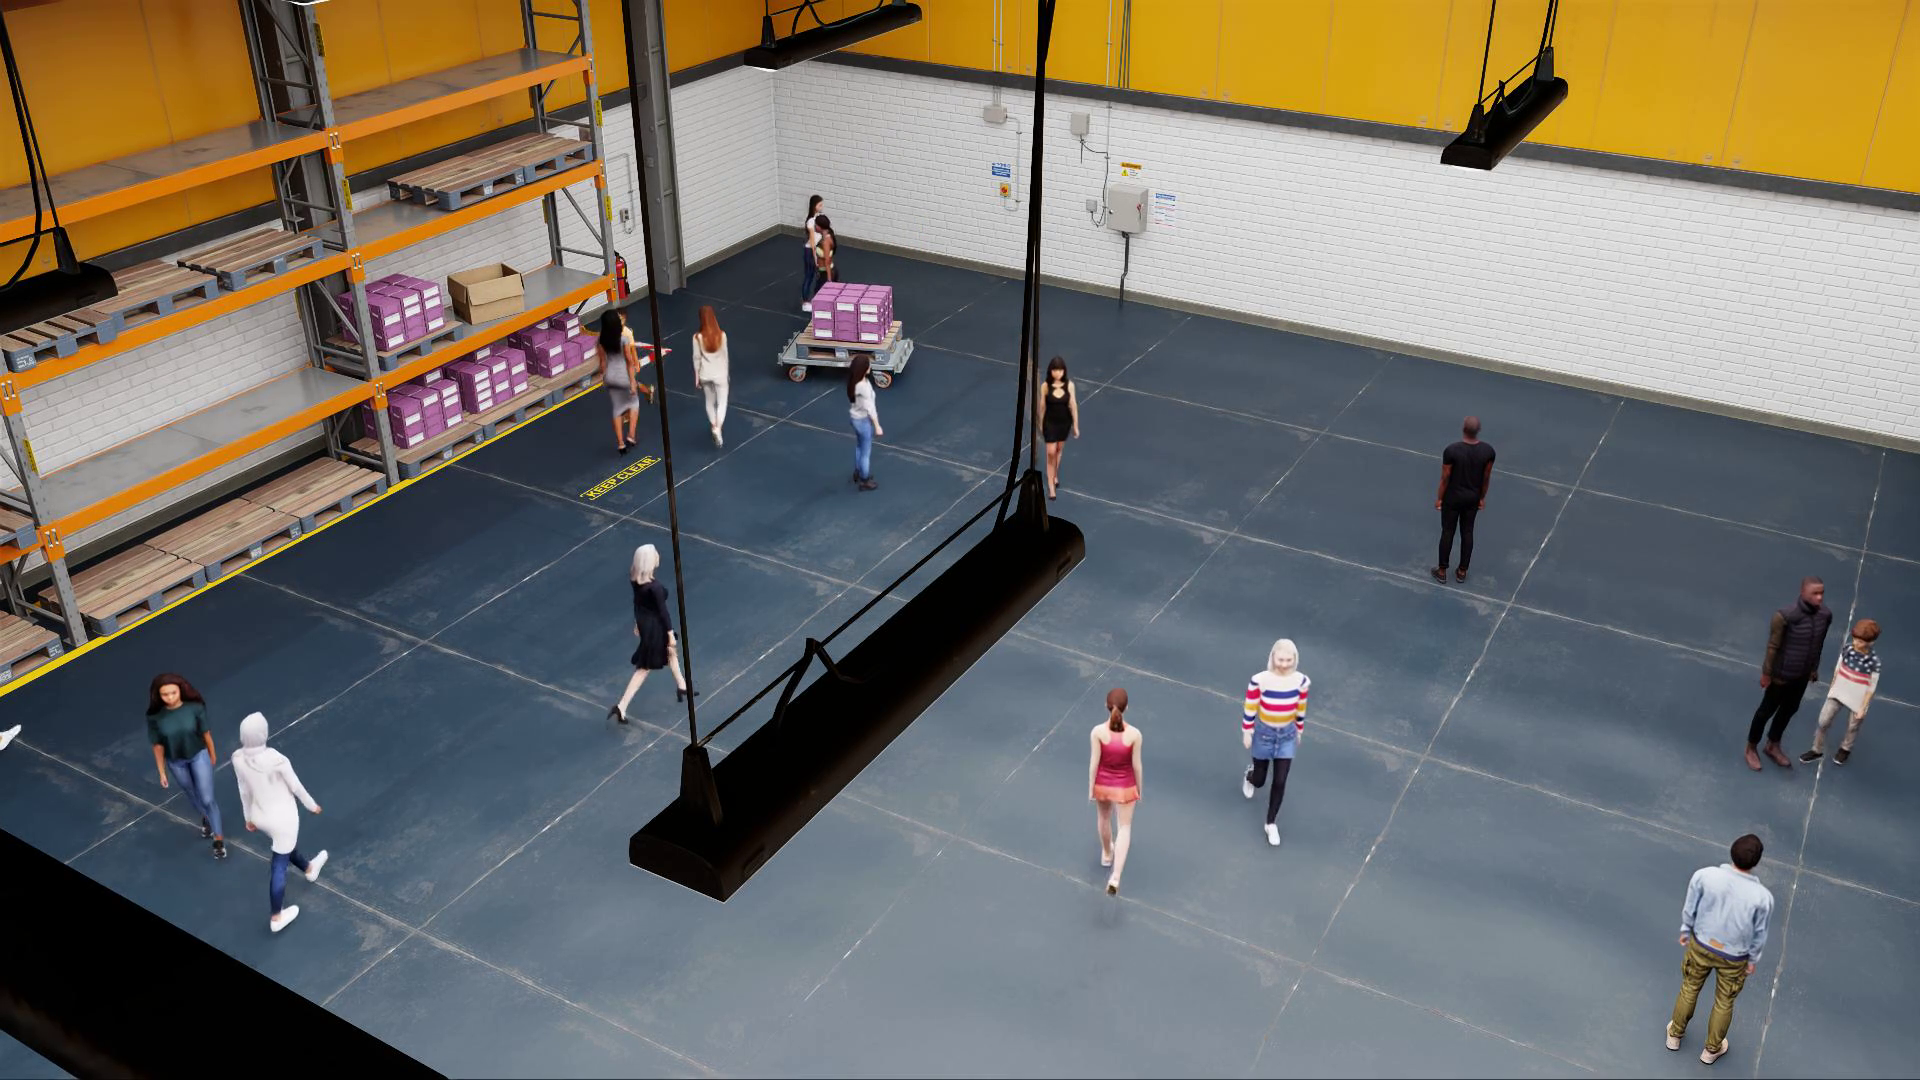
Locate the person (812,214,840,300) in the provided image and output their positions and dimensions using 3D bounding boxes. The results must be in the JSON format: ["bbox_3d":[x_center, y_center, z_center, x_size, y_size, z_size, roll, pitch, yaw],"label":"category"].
[{"bbox_3d":[-1.705,-3.578,22.700,0.841,1.736,0.853,2,29,3],"label":"person"}]

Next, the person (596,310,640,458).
[{"bbox_3d":[-4.001,-1.789,19.392,0.710,1.761,0.740,6,29,10],"label":"person"}]

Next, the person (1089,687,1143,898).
[{"bbox_3d":[1.160,1.921,12.624,0.810,1.730,1.105,4,29,7],"label":"person"}]

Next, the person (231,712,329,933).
[{"bbox_3d":[-5.095,2.121,12.247,0.735,1.740,1.073,10,30,17],"label":"person"}]

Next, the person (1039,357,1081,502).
[{"bbox_3d":[1.078,-1.318,18.671,0.865,1.625,0.964,-4,29,-8],"label":"person"}]

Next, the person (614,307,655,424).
[{"bbox_3d":[-4.053,-2.183,20.456,0.635,1.435,0.956,20,35,32],"label":"person"}]

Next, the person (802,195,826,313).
[{"bbox_3d":[-2.113,-4.036,23.530,0.668,1.743,0.685,12,31,21],"label":"person"}]

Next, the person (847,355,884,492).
[{"bbox_3d":[-1.140,-1.304,18.644,0.727,1.627,0.699,-12,31,-21],"label":"person"}]

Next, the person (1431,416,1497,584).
[{"bbox_3d":[5.068,-0.411,16.805,0.748,1.820,0.734,1,29,1],"label":"person"}]

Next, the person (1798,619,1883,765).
[{"bbox_3d":[7.613,1.275,14.129,0.810,1.423,0.684,-23,36,-35],"label":"person"}]

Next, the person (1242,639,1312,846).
[{"bbox_3d":[2.490,1.532,13.270,0.954,1.795,1.072,-2,29,-4],"label":"person"}]

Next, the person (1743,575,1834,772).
[{"bbox_3d":[6.990,1.103,14.013,0.765,1.836,0.821,-7,29,-12],"label":"person"}]

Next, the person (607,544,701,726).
[{"bbox_3d":[-2.767,0.864,14.592,1.234,1.701,0.889,-20,35,-33],"label":"person"}]

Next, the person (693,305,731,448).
[{"bbox_3d":[-2.920,-1.900,19.683,0.869,1.679,1.027,-2,29,-3],"label":"person"}]

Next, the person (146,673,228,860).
[{"bbox_3d":[-6.125,1.693,13.184,0.916,1.594,0.960,-8,30,-15],"label":"person"}]

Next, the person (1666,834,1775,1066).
[{"bbox_3d":[5.067,2.713,11.086,0.698,1.812,0.594,19,34,31],"label":"person"}]
